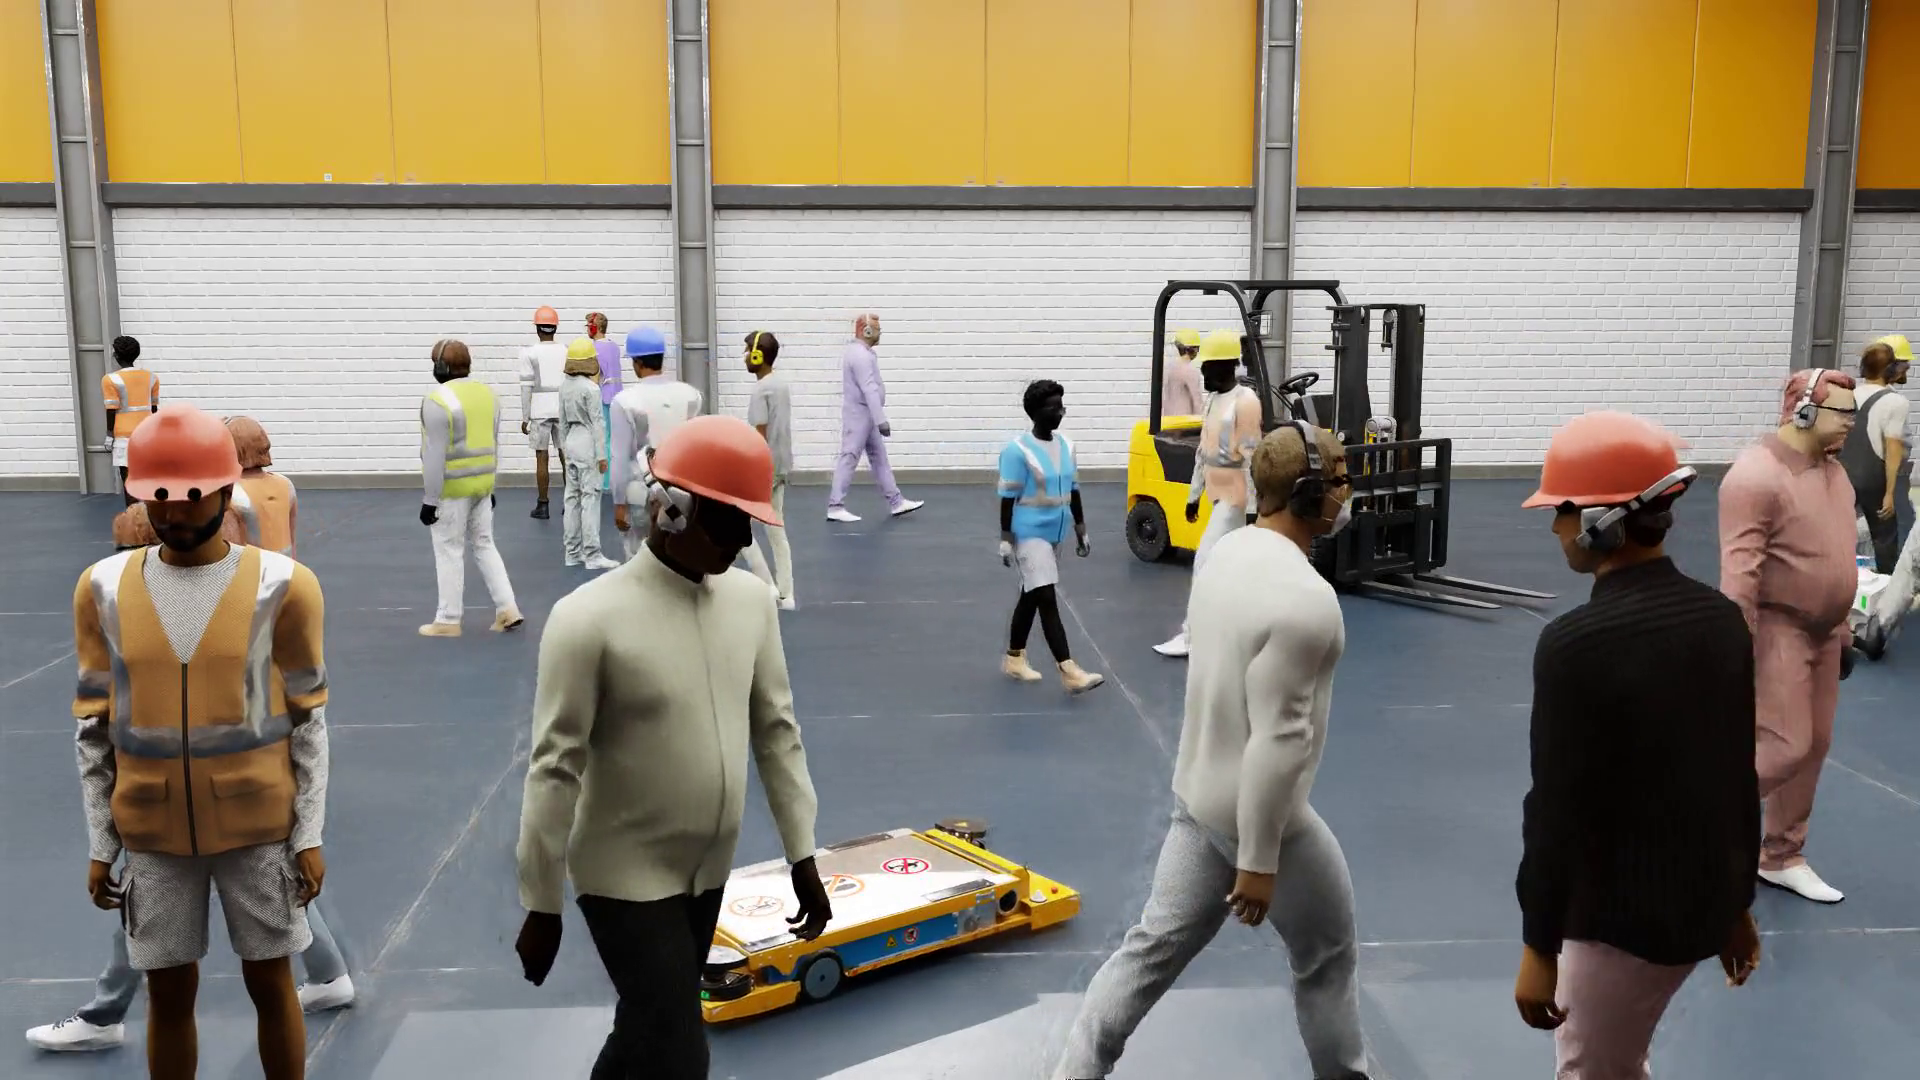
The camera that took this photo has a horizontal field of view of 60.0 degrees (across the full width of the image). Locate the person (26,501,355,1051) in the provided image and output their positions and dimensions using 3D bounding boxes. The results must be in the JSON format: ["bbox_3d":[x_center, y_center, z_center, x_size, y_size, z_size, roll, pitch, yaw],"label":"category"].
[{"bbox_3d":[-2.221,0.667,4.802,0.873,1.578,0.508,-2,9,-12],"label":"person"}]

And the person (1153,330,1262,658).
[{"bbox_3d":[1.434,-0.256,9.623,0.856,1.892,0.614,-2,9,-11],"label":"person"}]

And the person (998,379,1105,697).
[{"bbox_3d":[0.515,-0.009,8.773,0.819,1.655,0.553,8,12,41],"label":"person"}]

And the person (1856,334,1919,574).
[{"bbox_3d":[6.330,-0.525,11.582,0.543,1.817,0.594,6,11,33],"label":"person"}]

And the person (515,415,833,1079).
[{"bbox_3d":[-0.589,0.704,3.518,0.910,1.925,0.626,5,10,30],"label":"person"}]

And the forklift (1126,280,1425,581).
[{"bbox_3d":[2.301,-0.860,12.475,1.214,2.155,2.313,-6,11,-35],"label":"forklift"}]

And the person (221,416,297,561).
[{"bbox_3d":[-2.931,0.298,6.953,0.315,1.636,0.515,2,9,12],"label":"person"}]

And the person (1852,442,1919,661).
[{"bbox_3d":[5.449,-0.168,9.367,0.619,1.794,0.865,-6,11,-33],"label":"person"}]

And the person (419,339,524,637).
[{"bbox_3d":[-3.048,-0.301,10.170,0.480,1.858,0.634,4,10,22],"label":"person"}]

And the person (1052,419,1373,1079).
[{"bbox_3d":[0.658,0.645,4.015,1.068,1.884,0.638,-2,9,-13],"label":"person"}]

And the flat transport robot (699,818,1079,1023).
[{"bbox_3d":[-0.356,1.212,5.486,1.431,0.197,0.652,-7,11,-37],"label":"flat transport robot"}]

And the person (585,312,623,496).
[{"bbox_3d":[-3.566,-1.356,16.681,0.381,1.844,0.566,3,9,17],"label":"person"}]

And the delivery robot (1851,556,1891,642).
[{"bbox_3d":[5.257,0.333,9.822,0.477,0.478,0.707,8,12,40],"label":"delivery robot"}]

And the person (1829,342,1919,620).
[{"bbox_3d":[5.727,-0.343,10.499,0.975,1.789,0.531,-5,10,-30],"label":"person"}]

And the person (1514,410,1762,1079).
[{"bbox_3d":[1.397,0.731,3.230,0.639,1.960,0.788,-7,11,-38],"label":"person"}]

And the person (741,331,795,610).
[{"bbox_3d":[-1.314,-0.442,10.923,0.508,1.850,0.550,3,9,17],"label":"person"}]

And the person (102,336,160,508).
[{"bbox_3d":[-7.141,-0.911,14.359,0.318,1.697,0.535,4,10,25],"label":"person"}]

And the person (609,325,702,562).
[{"bbox_3d":[-1.725,-0.276,9.626,0.621,1.928,0.738,-7,12,-39],"label":"person"}]

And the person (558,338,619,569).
[{"bbox_3d":[-2.832,-0.654,12.590,0.493,1.746,0.283,8,12,41],"label":"person"}]

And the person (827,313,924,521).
[{"bbox_3d":[-0.767,-1.091,14.966,0.957,1.865,0.659,0,9,-3],"label":"person"}]

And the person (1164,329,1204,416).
[{"bbox_3d":[2.119,-1.061,15.197,0.885,1.714,0.547,-2,9,-14],"label":"person"}]

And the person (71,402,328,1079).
[{"bbox_3d":[-1.718,0.652,3.800,0.544,1.935,0.361,-2,9,-12],"label":"person"}]

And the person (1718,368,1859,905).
[{"bbox_3d":[2.931,0.345,5.865,0.676,1.892,0.444,-6,11,-35],"label":"person"}]

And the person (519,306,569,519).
[{"bbox_3d":[-3.741,-1.158,15.151,0.545,1.938,0.361,-5,11,-31],"label":"person"}]
